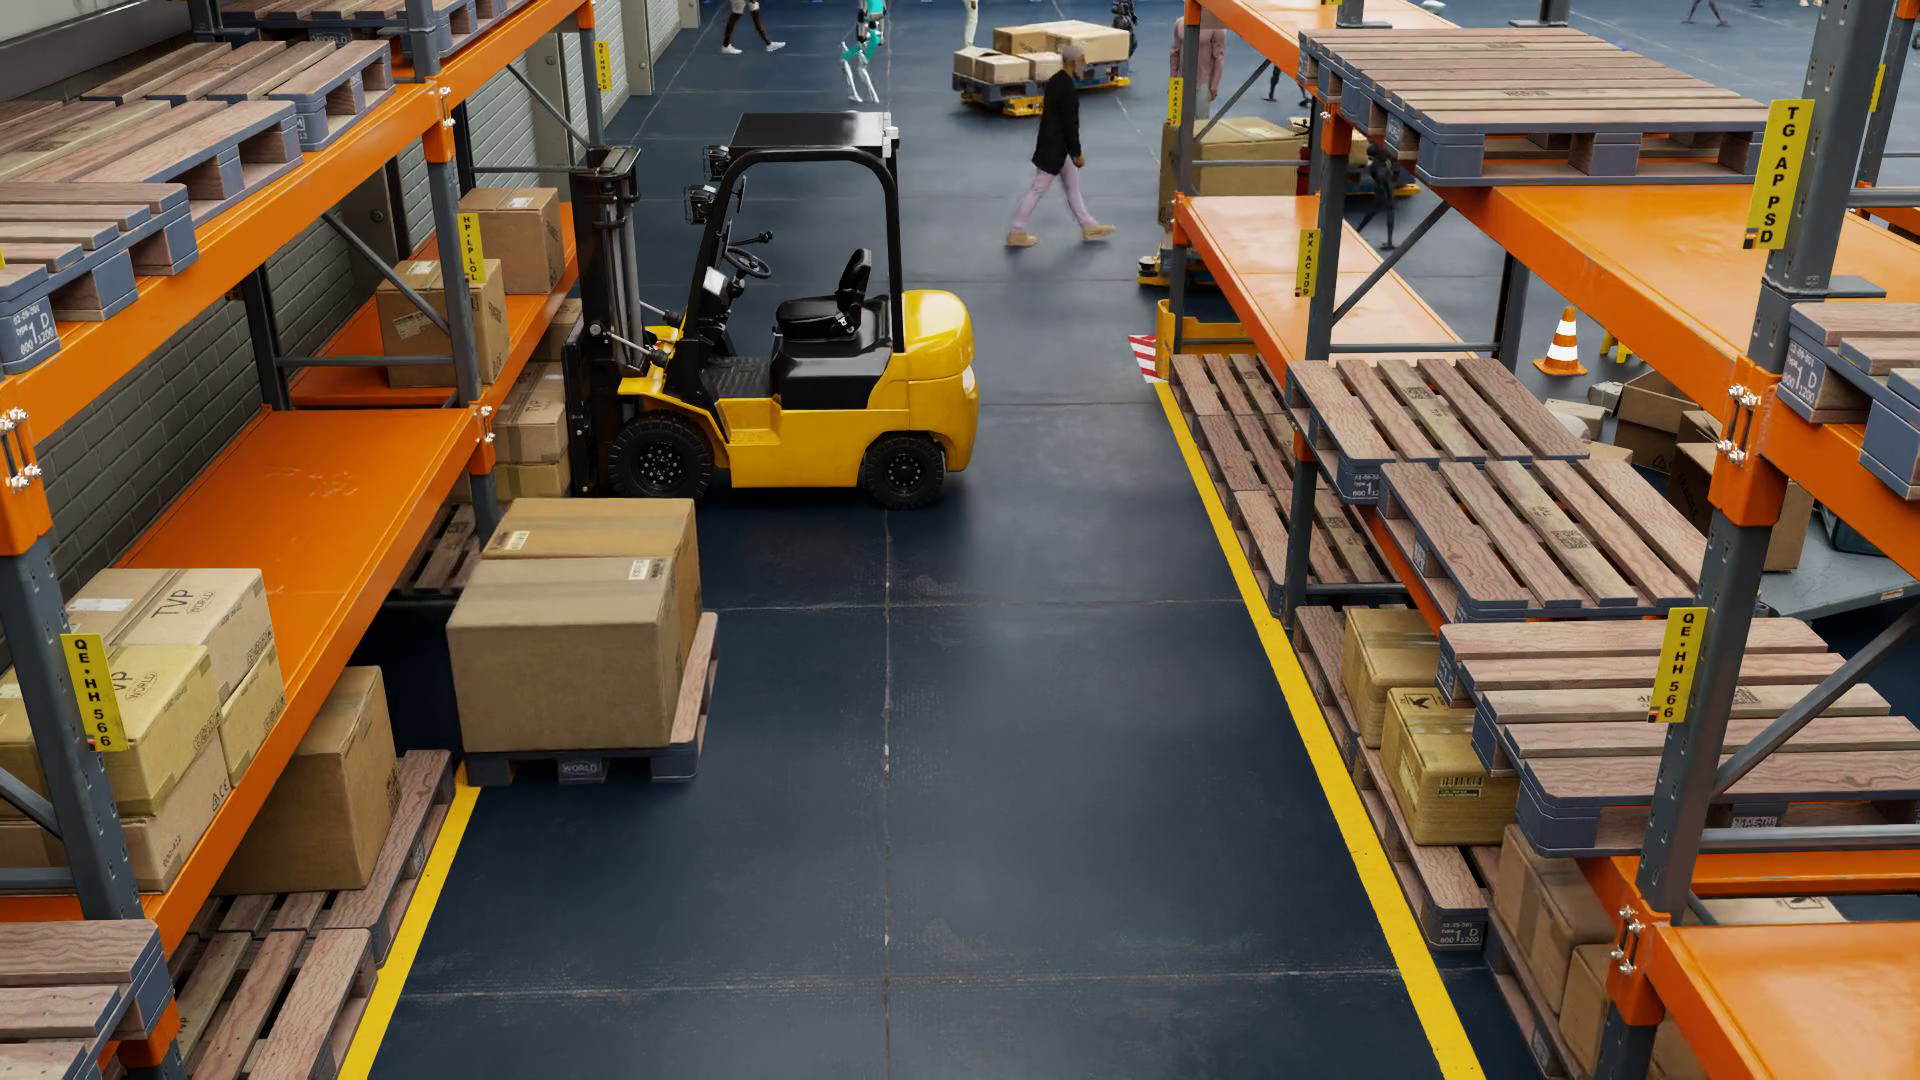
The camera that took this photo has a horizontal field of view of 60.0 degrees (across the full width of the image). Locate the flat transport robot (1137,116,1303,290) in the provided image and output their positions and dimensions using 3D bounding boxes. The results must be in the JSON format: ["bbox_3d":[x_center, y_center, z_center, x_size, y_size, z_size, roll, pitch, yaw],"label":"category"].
[{"bbox_3d":[2.259,-2.325,14.227,1.431,0.231,0.659,4,26,9],"label":"flat transport robot"}]

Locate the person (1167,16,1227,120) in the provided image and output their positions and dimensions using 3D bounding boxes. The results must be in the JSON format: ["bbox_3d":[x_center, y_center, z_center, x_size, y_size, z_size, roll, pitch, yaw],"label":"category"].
[{"bbox_3d":[2.477,-4.829,17.578,0.628,1.939,0.373,18,31,34],"label":"person"}]

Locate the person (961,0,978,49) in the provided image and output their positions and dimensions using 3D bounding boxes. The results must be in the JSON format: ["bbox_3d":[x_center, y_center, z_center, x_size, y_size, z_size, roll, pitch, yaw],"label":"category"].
[{"bbox_3d":[0.185,-8.039,24.603,0.349,1.739,0.572,-2,25,-4],"label":"person"}]

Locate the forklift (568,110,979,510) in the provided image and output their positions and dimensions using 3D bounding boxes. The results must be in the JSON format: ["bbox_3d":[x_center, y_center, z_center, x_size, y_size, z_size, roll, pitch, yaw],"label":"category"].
[{"bbox_3d":[-1.043,-1.379,9.976,2.313,2.155,1.214,-1,25,-2],"label":"forklift"}]

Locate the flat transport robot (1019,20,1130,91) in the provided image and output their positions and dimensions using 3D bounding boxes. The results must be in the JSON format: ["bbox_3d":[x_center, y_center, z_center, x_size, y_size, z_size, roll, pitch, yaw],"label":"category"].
[{"bbox_3d":[1.542,-6.210,22.455,1.431,0.231,0.659,-16,30,-30],"label":"flat transport robot"}]

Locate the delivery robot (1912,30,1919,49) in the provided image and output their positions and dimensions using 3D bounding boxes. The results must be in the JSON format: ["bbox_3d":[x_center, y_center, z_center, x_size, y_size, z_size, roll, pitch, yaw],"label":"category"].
[{"bbox_3d":[14.993,-7.763,25.377,0.747,0.568,0.499,-14,29,-28],"label":"delivery robot"}]

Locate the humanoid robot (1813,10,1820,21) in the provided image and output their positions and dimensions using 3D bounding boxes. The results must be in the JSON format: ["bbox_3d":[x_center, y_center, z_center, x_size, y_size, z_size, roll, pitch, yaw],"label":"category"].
[{"bbox_3d":[14.738,-9.529,27.824,0.543,1.837,0.748,-8,26,-16],"label":"humanoid robot"}]

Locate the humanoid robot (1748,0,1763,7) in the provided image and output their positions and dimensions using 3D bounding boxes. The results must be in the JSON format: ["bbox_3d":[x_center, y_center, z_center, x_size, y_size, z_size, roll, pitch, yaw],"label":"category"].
[{"bbox_3d":[14.268,-10.353,29.584,0.599,1.645,0.443,-16,29,-30],"label":"humanoid robot"}]

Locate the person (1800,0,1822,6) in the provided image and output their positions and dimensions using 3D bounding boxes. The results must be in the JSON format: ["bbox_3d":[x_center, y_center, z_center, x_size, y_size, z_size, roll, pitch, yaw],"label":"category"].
[{"bbox_3d":[15.389,-10.494,29.629,0.531,1.893,0.407,1,25,3],"label":"person"}]

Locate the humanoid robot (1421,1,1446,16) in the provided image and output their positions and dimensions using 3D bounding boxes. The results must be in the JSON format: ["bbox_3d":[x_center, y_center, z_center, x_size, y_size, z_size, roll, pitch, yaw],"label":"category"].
[{"bbox_3d":[5.251,-4.862,17.935,0.846,1.784,0.531,16,30,31],"label":"humanoid robot"}]

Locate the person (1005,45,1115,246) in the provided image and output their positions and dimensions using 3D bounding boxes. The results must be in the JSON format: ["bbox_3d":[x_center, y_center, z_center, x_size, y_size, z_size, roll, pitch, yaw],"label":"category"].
[{"bbox_3d":[0.894,-3.548,15.027,1.044,1.789,0.557,-2,25,-4],"label":"person"}]

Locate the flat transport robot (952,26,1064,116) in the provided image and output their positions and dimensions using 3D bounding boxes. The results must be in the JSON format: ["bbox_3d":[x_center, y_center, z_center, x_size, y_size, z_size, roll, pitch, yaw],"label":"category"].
[{"bbox_3d":[0.638,-5.633,21.233,0.659,0.231,1.431,-13,28,-25],"label":"flat transport robot"}]

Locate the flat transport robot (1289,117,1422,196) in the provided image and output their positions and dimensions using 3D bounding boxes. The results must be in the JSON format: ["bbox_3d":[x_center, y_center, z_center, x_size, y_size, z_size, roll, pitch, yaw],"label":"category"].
[{"bbox_3d":[3.948,-3.681,17.099,1.431,0.231,0.659,-4,26,-8],"label":"flat transport robot"}]

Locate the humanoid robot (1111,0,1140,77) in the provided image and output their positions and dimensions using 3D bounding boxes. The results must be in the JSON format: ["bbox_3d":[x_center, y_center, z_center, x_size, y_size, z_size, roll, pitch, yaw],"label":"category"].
[{"bbox_3d":[2.278,-7.297,23.104,0.341,1.655,0.594,9,27,19],"label":"humanoid robot"}]

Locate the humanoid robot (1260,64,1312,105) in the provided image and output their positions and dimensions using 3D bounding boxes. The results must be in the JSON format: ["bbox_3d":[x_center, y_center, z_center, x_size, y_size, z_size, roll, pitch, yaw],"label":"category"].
[{"bbox_3d":[4.236,-6.399,21.265,0.614,1.630,0.776,-16,29,-30],"label":"humanoid robot"}]

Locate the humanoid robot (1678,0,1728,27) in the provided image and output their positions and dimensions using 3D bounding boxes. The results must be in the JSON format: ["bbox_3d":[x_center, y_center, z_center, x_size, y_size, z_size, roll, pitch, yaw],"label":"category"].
[{"bbox_3d":[12.434,-9.339,27.518,0.791,1.644,0.595,14,29,27],"label":"humanoid robot"}]

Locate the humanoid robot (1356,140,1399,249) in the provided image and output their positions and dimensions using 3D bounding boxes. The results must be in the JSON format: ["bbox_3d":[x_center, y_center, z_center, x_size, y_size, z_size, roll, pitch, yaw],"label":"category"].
[{"bbox_3d":[3.867,-3.475,15.064,0.590,1.642,0.608,10,27,20],"label":"humanoid robot"}]

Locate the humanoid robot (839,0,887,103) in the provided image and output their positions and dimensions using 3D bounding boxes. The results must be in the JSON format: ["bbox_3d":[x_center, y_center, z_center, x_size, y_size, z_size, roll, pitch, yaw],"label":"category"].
[{"bbox_3d":[-1.281,-6.485,21.333,0.730,1.796,0.532,15,29,28],"label":"humanoid robot"}]

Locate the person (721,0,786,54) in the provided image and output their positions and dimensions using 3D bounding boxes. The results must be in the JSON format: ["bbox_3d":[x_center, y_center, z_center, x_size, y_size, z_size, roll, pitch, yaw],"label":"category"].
[{"bbox_3d":[-3.154,-8.196,24.816,1.017,1.836,0.557,1,25,2],"label":"person"}]
